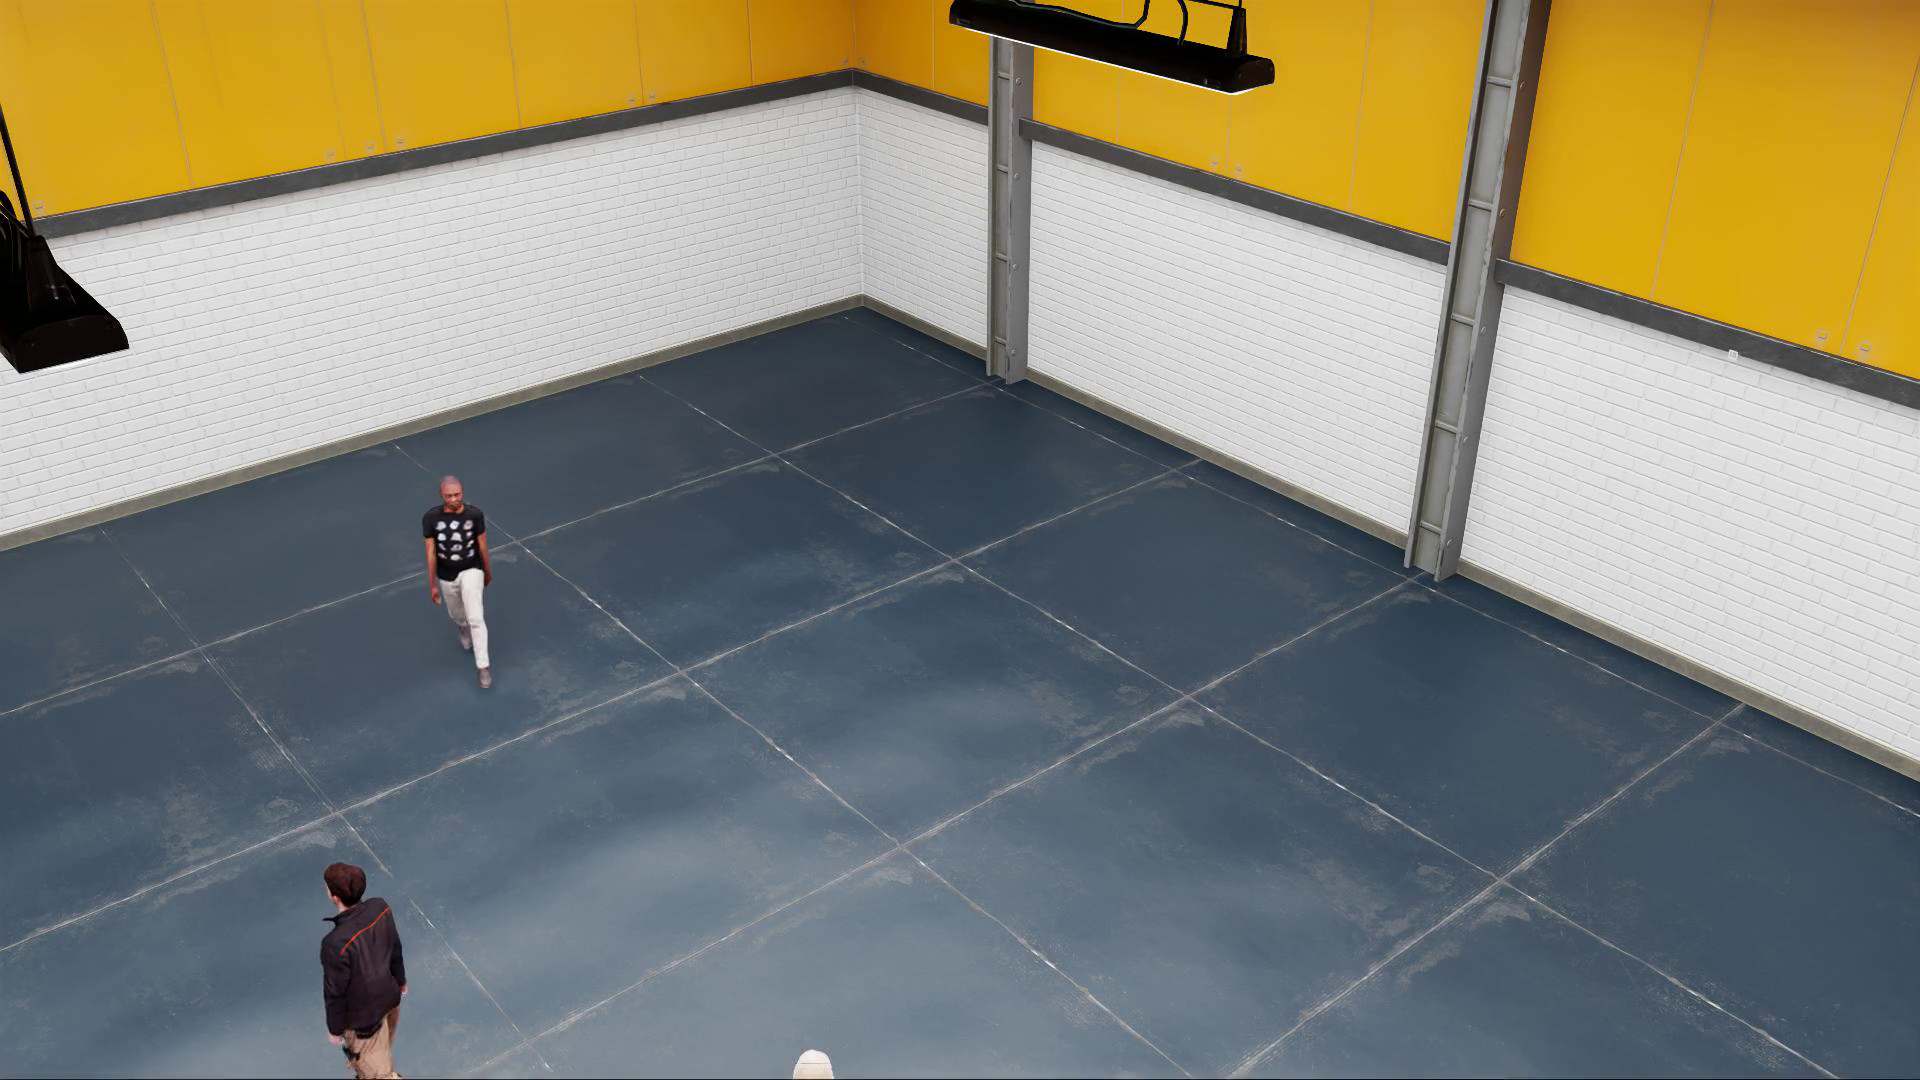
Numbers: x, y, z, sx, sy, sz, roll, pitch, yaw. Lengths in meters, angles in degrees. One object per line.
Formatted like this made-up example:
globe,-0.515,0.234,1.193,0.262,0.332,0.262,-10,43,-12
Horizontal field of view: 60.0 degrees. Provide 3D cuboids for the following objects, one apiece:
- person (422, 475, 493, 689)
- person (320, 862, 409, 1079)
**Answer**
person,-4.133,0.262,13.731,1.030,1.774,1.295,-6,29,-11
person,-3.227,2.634,9.248,1.227,1.904,1.068,9,30,16
